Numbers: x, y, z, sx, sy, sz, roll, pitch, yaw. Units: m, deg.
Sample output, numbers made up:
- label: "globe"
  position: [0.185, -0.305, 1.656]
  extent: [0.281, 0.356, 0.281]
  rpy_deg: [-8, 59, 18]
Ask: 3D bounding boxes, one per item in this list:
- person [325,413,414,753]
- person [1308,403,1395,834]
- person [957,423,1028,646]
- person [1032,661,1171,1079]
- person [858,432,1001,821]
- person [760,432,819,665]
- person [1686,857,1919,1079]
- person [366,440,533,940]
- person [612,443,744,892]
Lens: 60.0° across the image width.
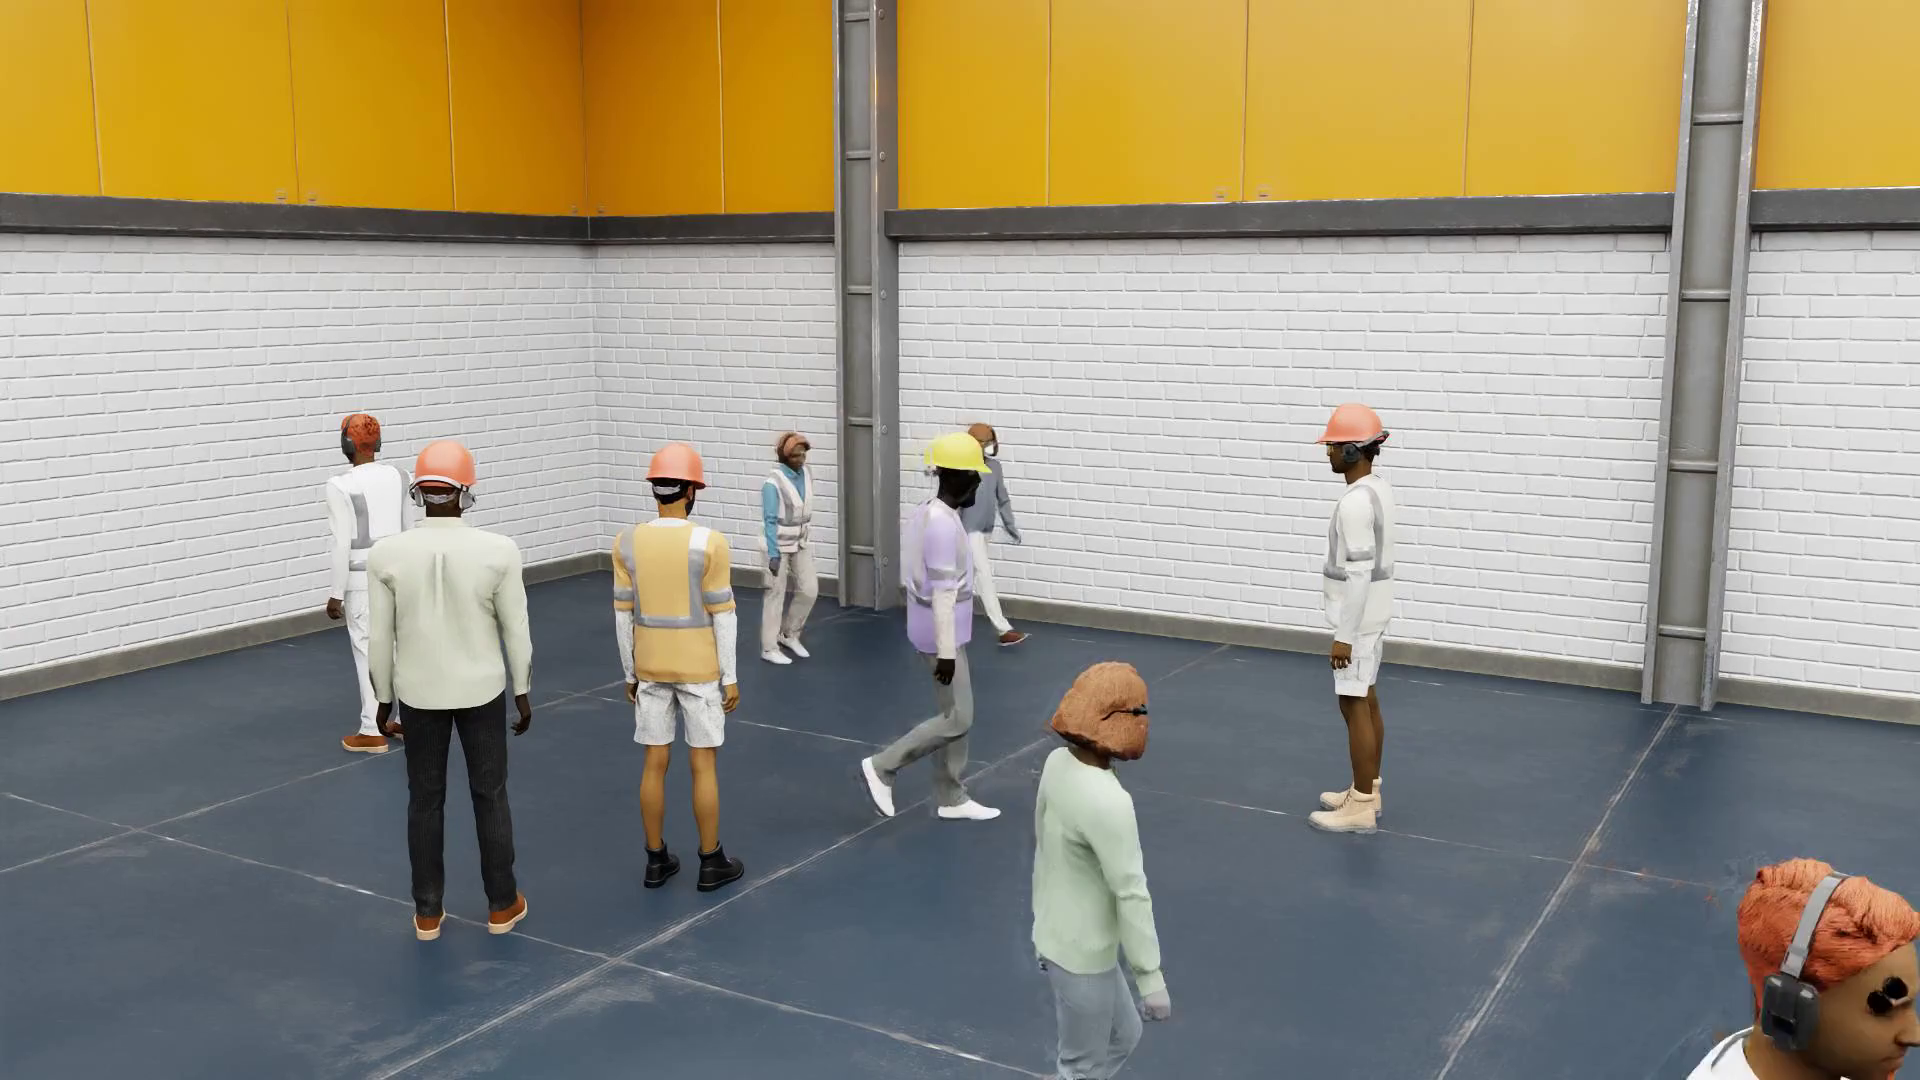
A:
- label: "person"
  position: [-3.260, 0.237, 9.231]
  extent: [0.337, 1.882, 0.584]
  rpy_deg: [5, 10, 28]
- label: "person"
  position: [1.854, 0.369, 7.910]
  extent: [0.391, 2.040, 0.615]
  rpy_deg: [4, 10, 23]
- label: "person"
  position: [0.163, -0.047, 11.909]
  extent: [0.857, 1.584, 0.517]
  rpy_deg: [7, 11, 36]
- label: "person"
  position: [0.360, 1.125, 4.513]
  extent: [0.379, 1.616, 0.497]
  rpy_deg: [-2, 9, -10]
- label: "person"
  position: [-0.140, 0.438, 7.896]
  extent: [0.611, 1.904, 0.593]
  rpy_deg: [0, 9, 0]
- label: "person"
  position: [-1.162, 0.063, 11.172]
  extent: [0.498, 1.601, 0.540]
  rpy_deg: [6, 11, 33]
- label: "person"
  position: [1.217, 1.362, 2.317]
  extent: [0.795, 1.855, 0.581]
  rpy_deg: [7, 12, 38]
- label: "person"
  position: [-2.021, 0.597, 6.633]
  extent: [0.625, 1.992, 0.388]
  rpy_deg: [-2, 9, -10]
- label: "person"
  position: [-1.200, 0.549, 7.149]
  extent: [0.543, 1.928, 0.374]
  rpy_deg: [2, 9, 14]
